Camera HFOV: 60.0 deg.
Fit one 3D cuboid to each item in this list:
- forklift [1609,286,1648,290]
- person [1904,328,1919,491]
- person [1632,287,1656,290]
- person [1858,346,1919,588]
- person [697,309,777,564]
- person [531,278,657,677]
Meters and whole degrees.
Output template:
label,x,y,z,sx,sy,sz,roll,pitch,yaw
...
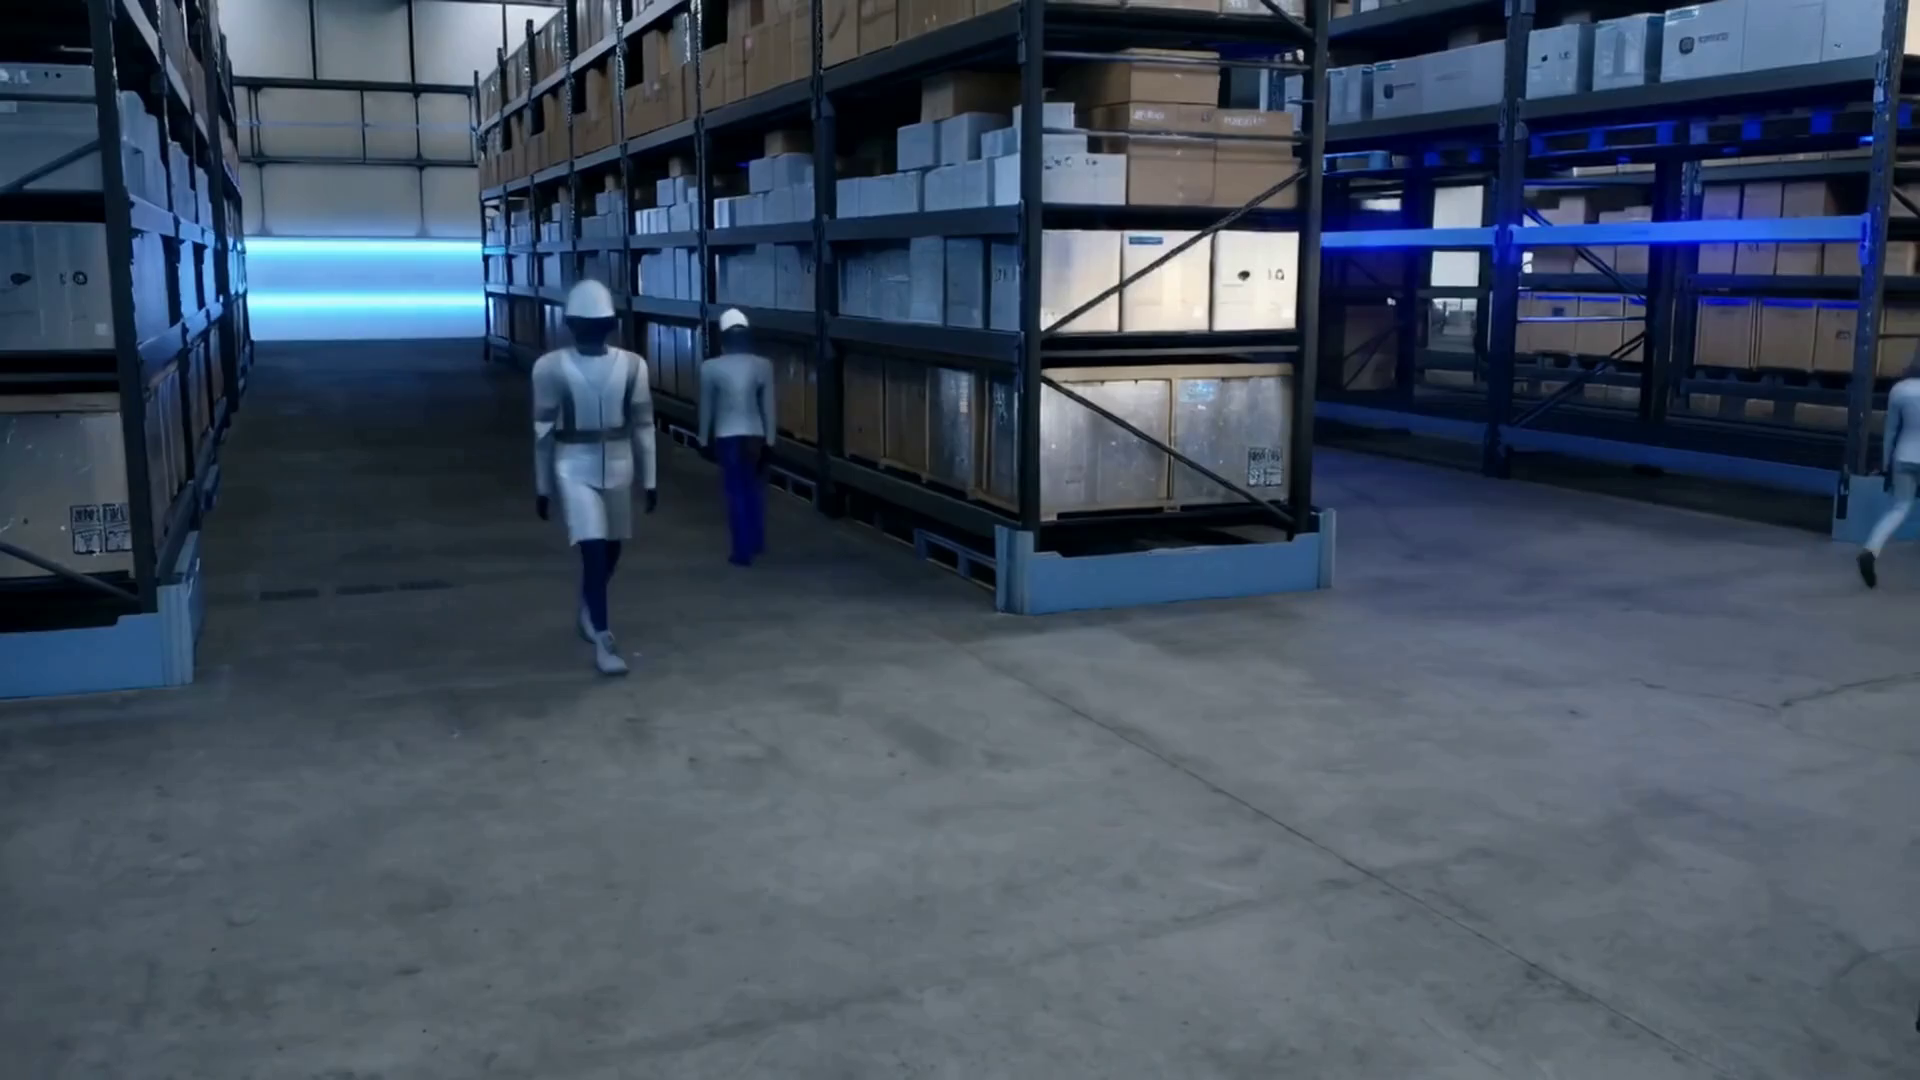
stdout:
label,x,y,z,sx,sy,sz,roll,pitch,yaw
forklift,12.495,-4.542,31.066,1.873,2.768,1.129,-3,10,-18
person,8.742,-1.346,15.103,0.603,1.815,0.790,-5,11,-27
person,16.760,-5.642,40.763,0.716,1.844,0.959,-5,11,-25
person,5.996,-0.464,10.439,0.673,1.614,0.503,-5,11,-28
person,-1.541,-0.709,11.482,0.525,1.752,0.455,-5,11,-29
person,-1.910,-0.357,8.646,0.615,2.008,0.998,-5,11,-29
